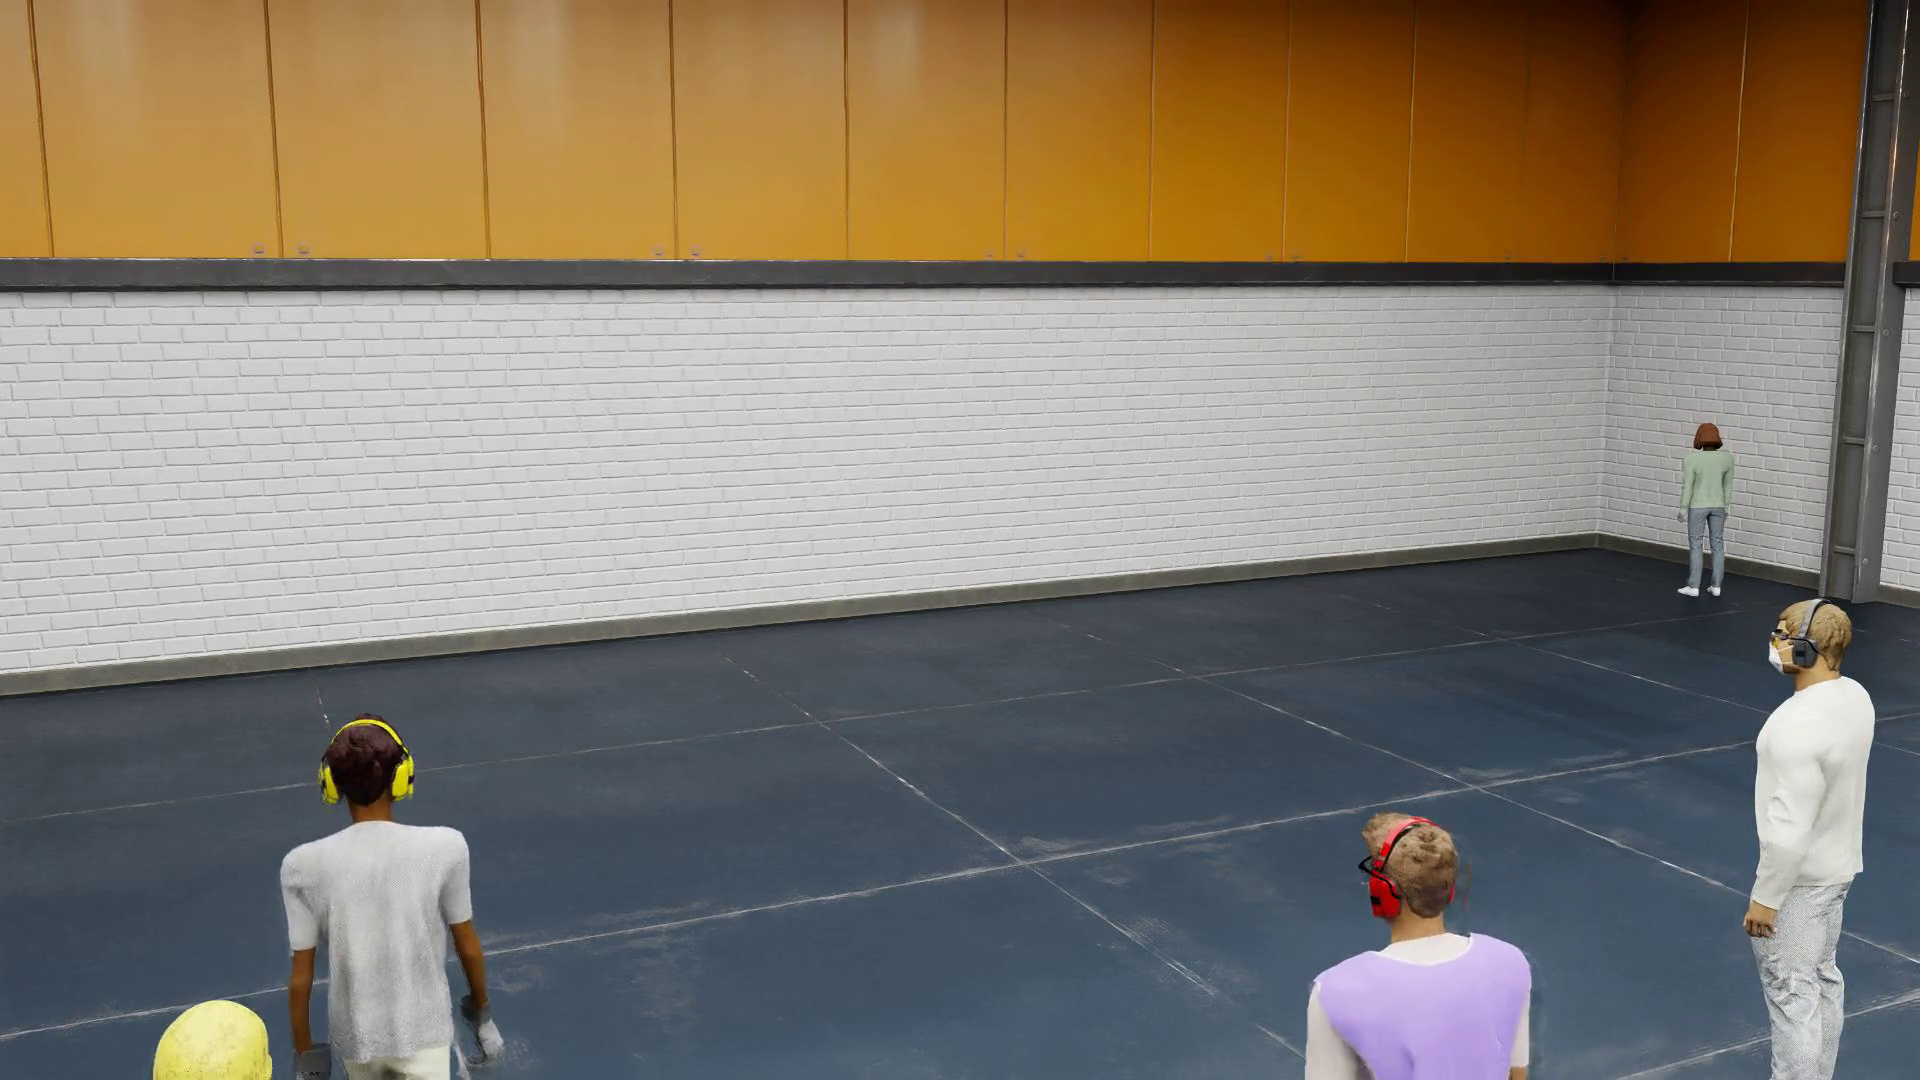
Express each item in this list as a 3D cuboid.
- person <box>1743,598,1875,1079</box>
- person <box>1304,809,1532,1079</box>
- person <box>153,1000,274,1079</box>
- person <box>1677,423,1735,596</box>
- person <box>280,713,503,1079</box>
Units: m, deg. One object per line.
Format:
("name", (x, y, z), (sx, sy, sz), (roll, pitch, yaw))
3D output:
("person", (2.886, 1.154, 5.729), (0.372, 1.940, 0.630), (9, 12, 43))
("person", (1.063, 1.530, 3.849), (0.576, 1.800, 0.967), (-4, 10, -25))
("person", (-1.354, 1.682, 3.094), (0.501, 1.727, 0.357), (-2, 9, -11))
("person", (6.980, -0.284, 15.590), (0.499, 1.633, 0.289), (-1, 9, -4))
("person", (-1.564, 1.395, 4.568), (0.534, 1.841, 0.894), (-1, 9, -7))
